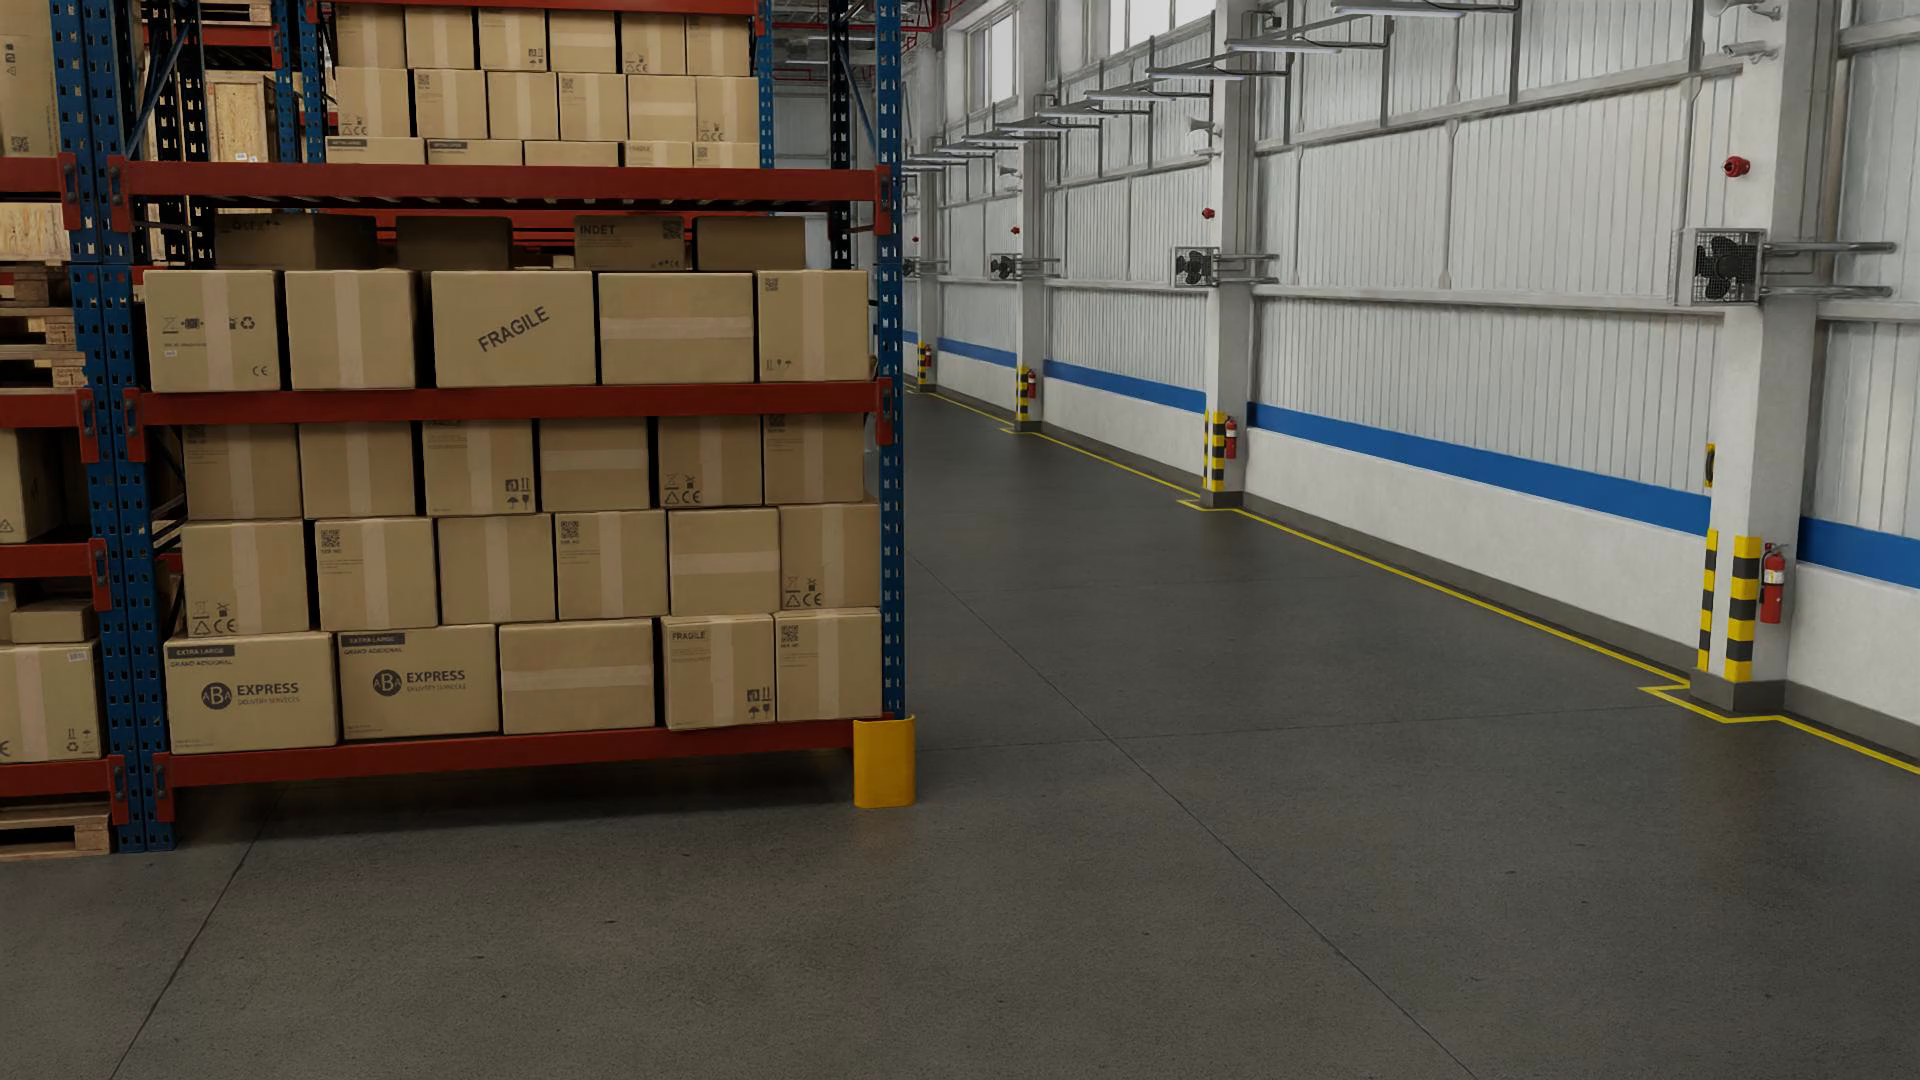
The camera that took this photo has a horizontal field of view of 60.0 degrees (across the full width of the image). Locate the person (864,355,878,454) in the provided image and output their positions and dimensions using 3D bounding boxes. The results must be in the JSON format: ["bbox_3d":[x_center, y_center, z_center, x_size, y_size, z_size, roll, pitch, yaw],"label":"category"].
[{"bbox_3d":[-1.399,-2.183,26.945,0.551,1.605,0.761,-7,11,-35],"label":"person"}]
